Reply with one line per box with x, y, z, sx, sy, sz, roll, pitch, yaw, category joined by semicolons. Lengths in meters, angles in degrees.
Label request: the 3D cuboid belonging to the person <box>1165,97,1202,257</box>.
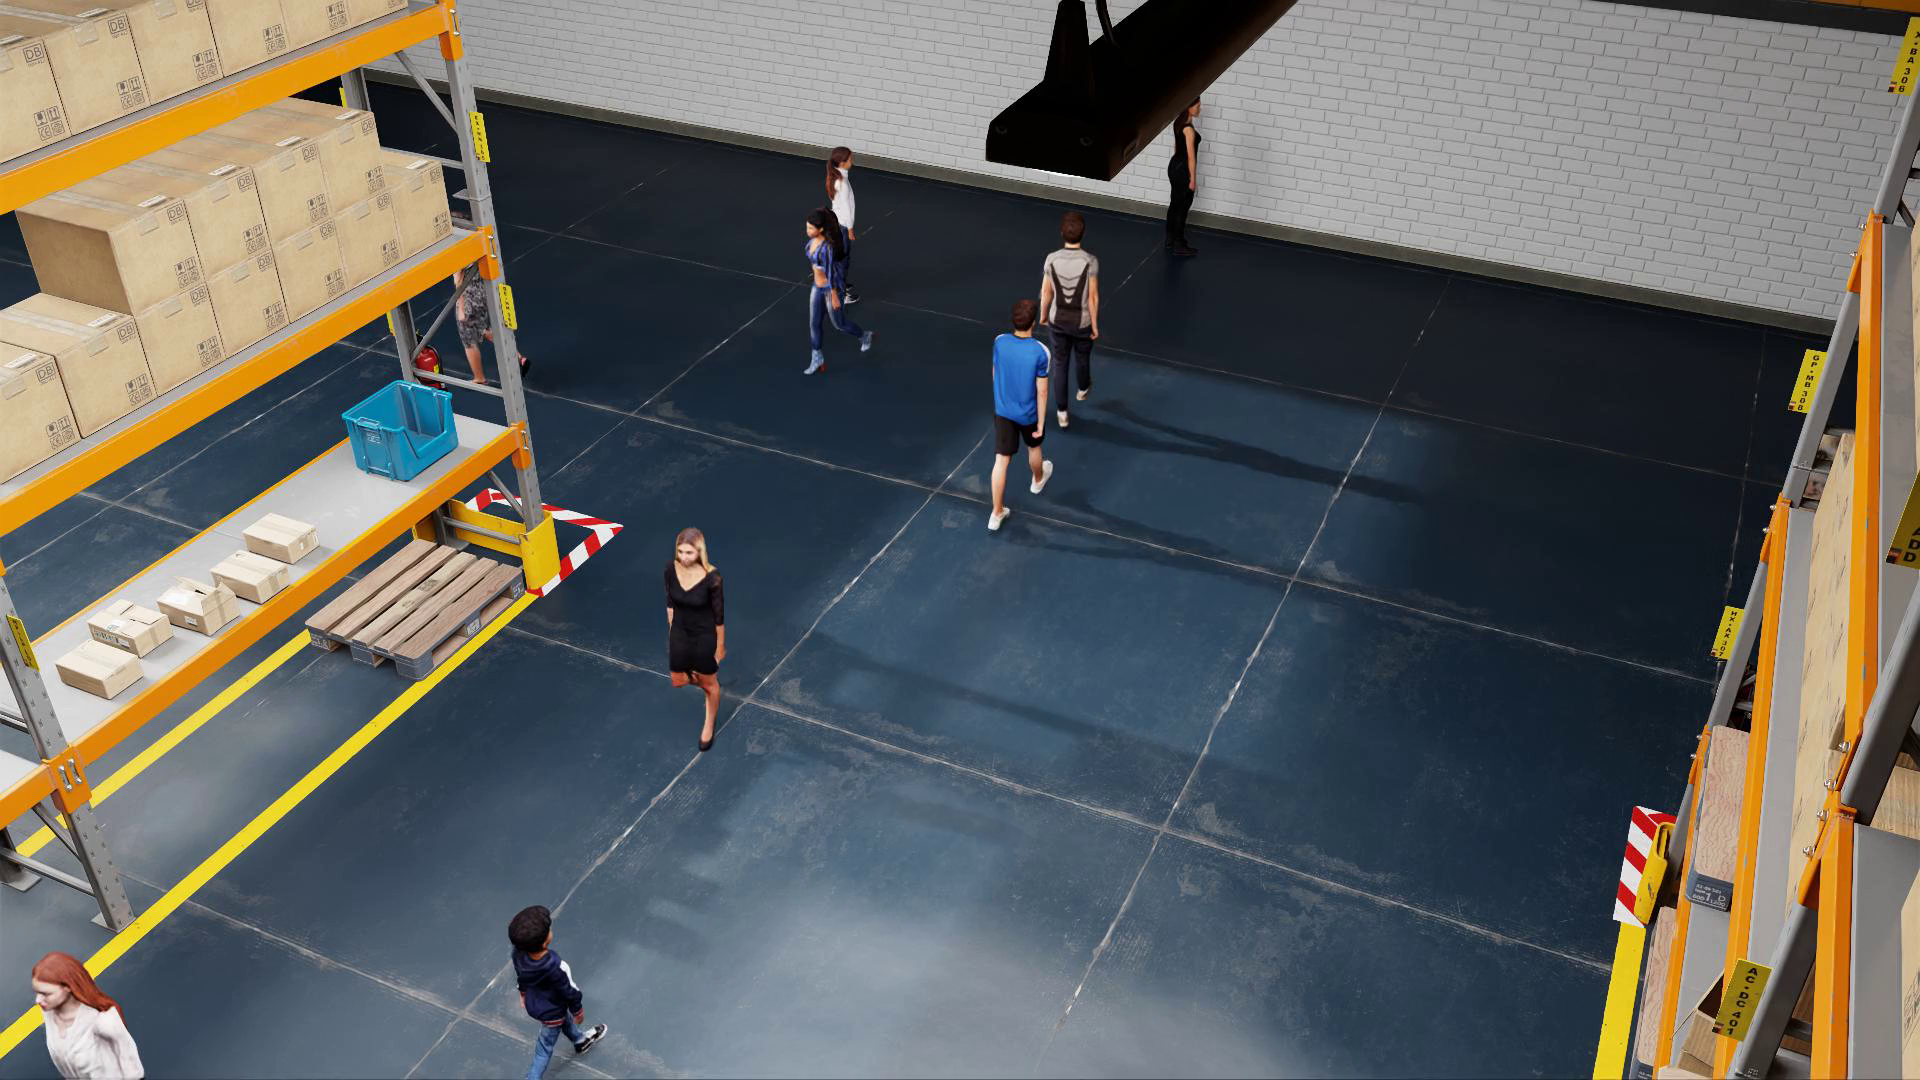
2.302;-3.784;17.199;0.749;1.687;0.671;-7;34;-10;person

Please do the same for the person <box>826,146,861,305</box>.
-1.177;-3.094;16.281;0.677;1.553;0.615;-10;35;-15;person

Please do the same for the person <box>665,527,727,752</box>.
-1.648;0.587;10.643;0.592;1.665;0.706;11;35;16;person

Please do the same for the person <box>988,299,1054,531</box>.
0.404;-0.942;12.801;0.733;1.822;1.250;11;35;16;person

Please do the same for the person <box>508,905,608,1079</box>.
-2.122;2.359;8.398;0.639;1.199;0.888;22;40;30;person

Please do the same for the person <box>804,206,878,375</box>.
-1.120;-2.258;14.983;1.098;1.599;0.942;-20;38;-27;person

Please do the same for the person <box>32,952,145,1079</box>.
-3.907;2.525;7.643;0.600;1.758;0.517;11;35;17;person

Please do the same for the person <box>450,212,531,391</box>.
-4.189;-2.062;14.607;0.726;1.688;0.865;8;35;12;person

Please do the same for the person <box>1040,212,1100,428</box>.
0.926;-1.822;14.084;0.850;1.867;1.082;6;34;9;person
